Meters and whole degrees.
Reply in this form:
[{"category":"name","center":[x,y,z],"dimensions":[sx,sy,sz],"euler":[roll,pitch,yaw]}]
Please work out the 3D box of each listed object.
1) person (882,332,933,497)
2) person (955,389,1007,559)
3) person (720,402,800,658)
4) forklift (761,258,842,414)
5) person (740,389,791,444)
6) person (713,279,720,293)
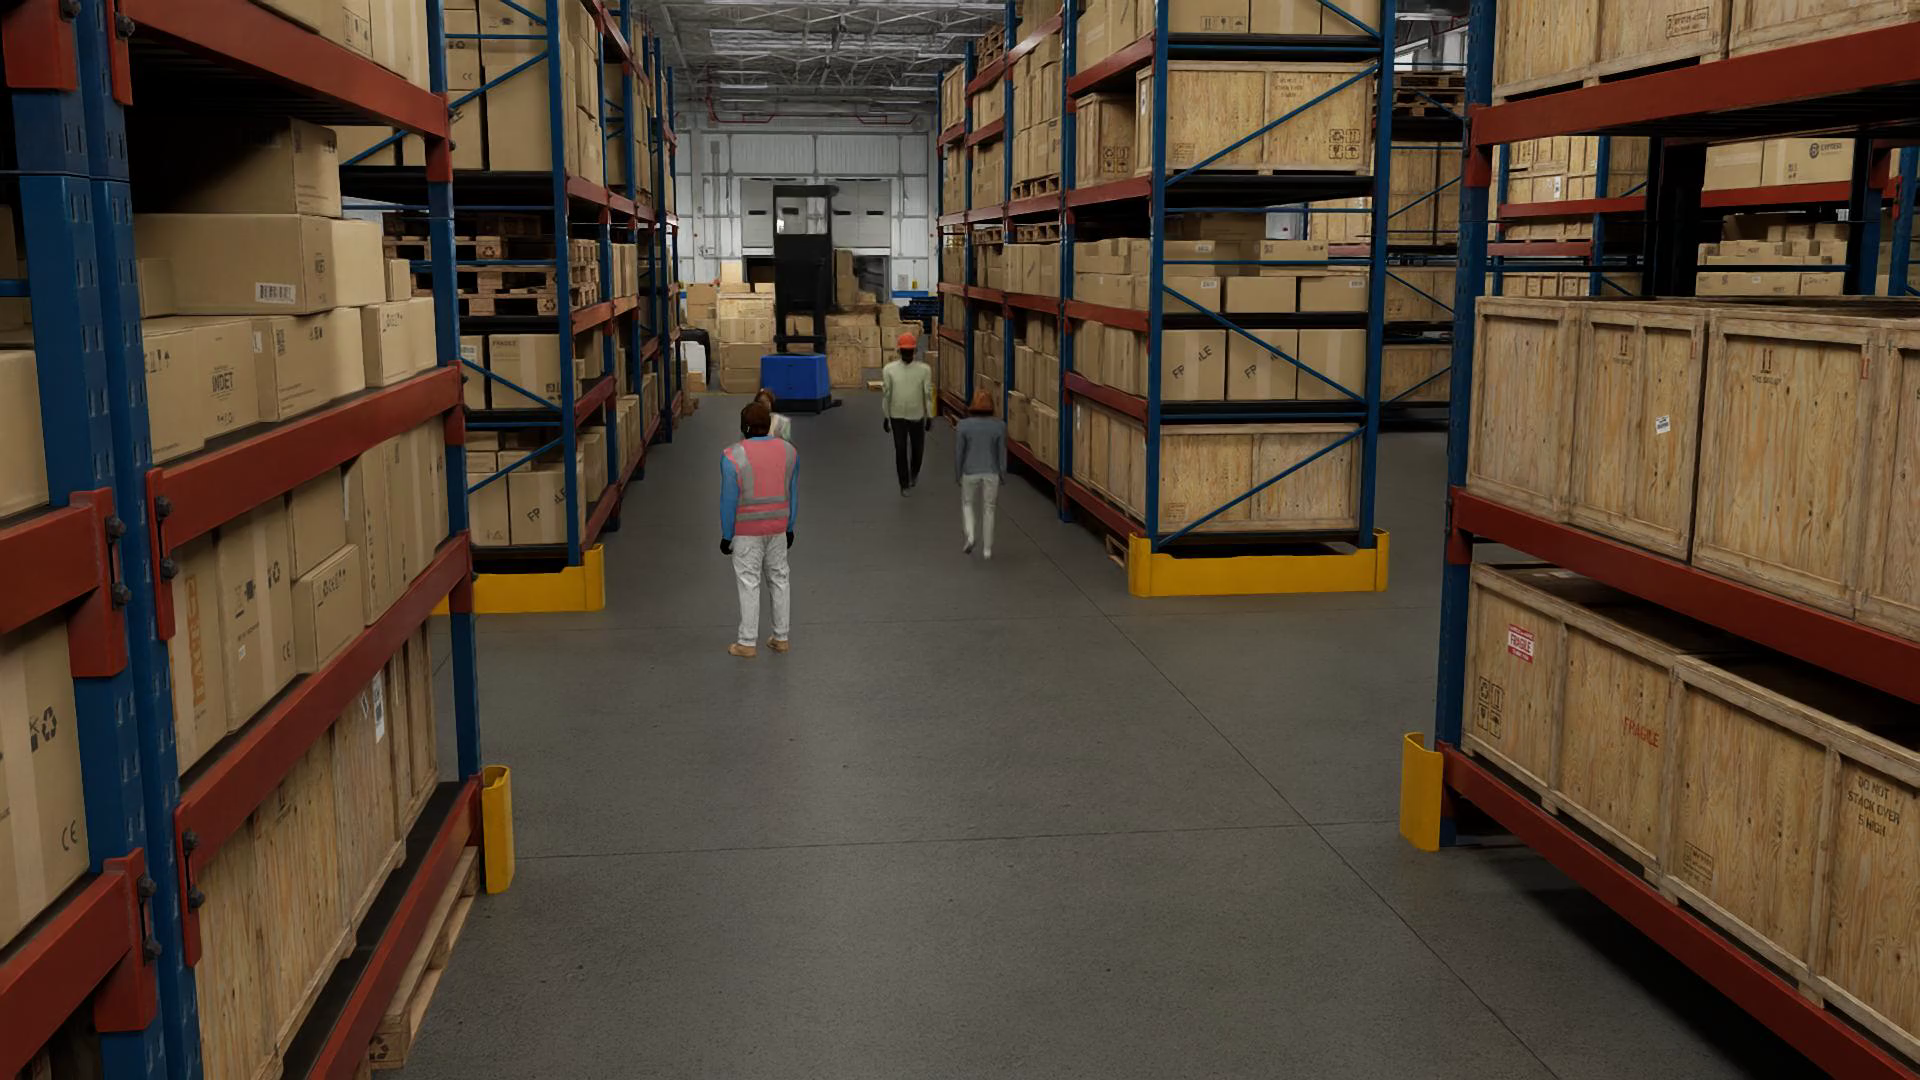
[{"category":"person","center":[-0.638,-1.518,20.032],"dimensions":[0.619,1.976,0.643],"euler":[-1,10,-5]},{"category":"person","center":[0.201,-0.625,15.865],"dimensions":[0.502,1.625,0.386],"euler":[0,10,-1]},{"category":"person","center":[-1.460,-0.070,11.995],"dimensions":[0.625,1.844,0.429],"euler":[-7,12,-36]},{"category":"forklift","center":[-2.936,-3.765,30.482],"dimensions":[1.129,2.768,1.873],"euler":[2,10,9]},{"category":"person","center":[-1.867,-0.637,15.945],"dimensions":[0.541,1.602,0.705],"euler":[1,10,5]},{"category":"person","center":[-9.922,-9.822,68.612],"dimensions":[0.879,1.912,0.552],"euler":[3,10,17]}]
